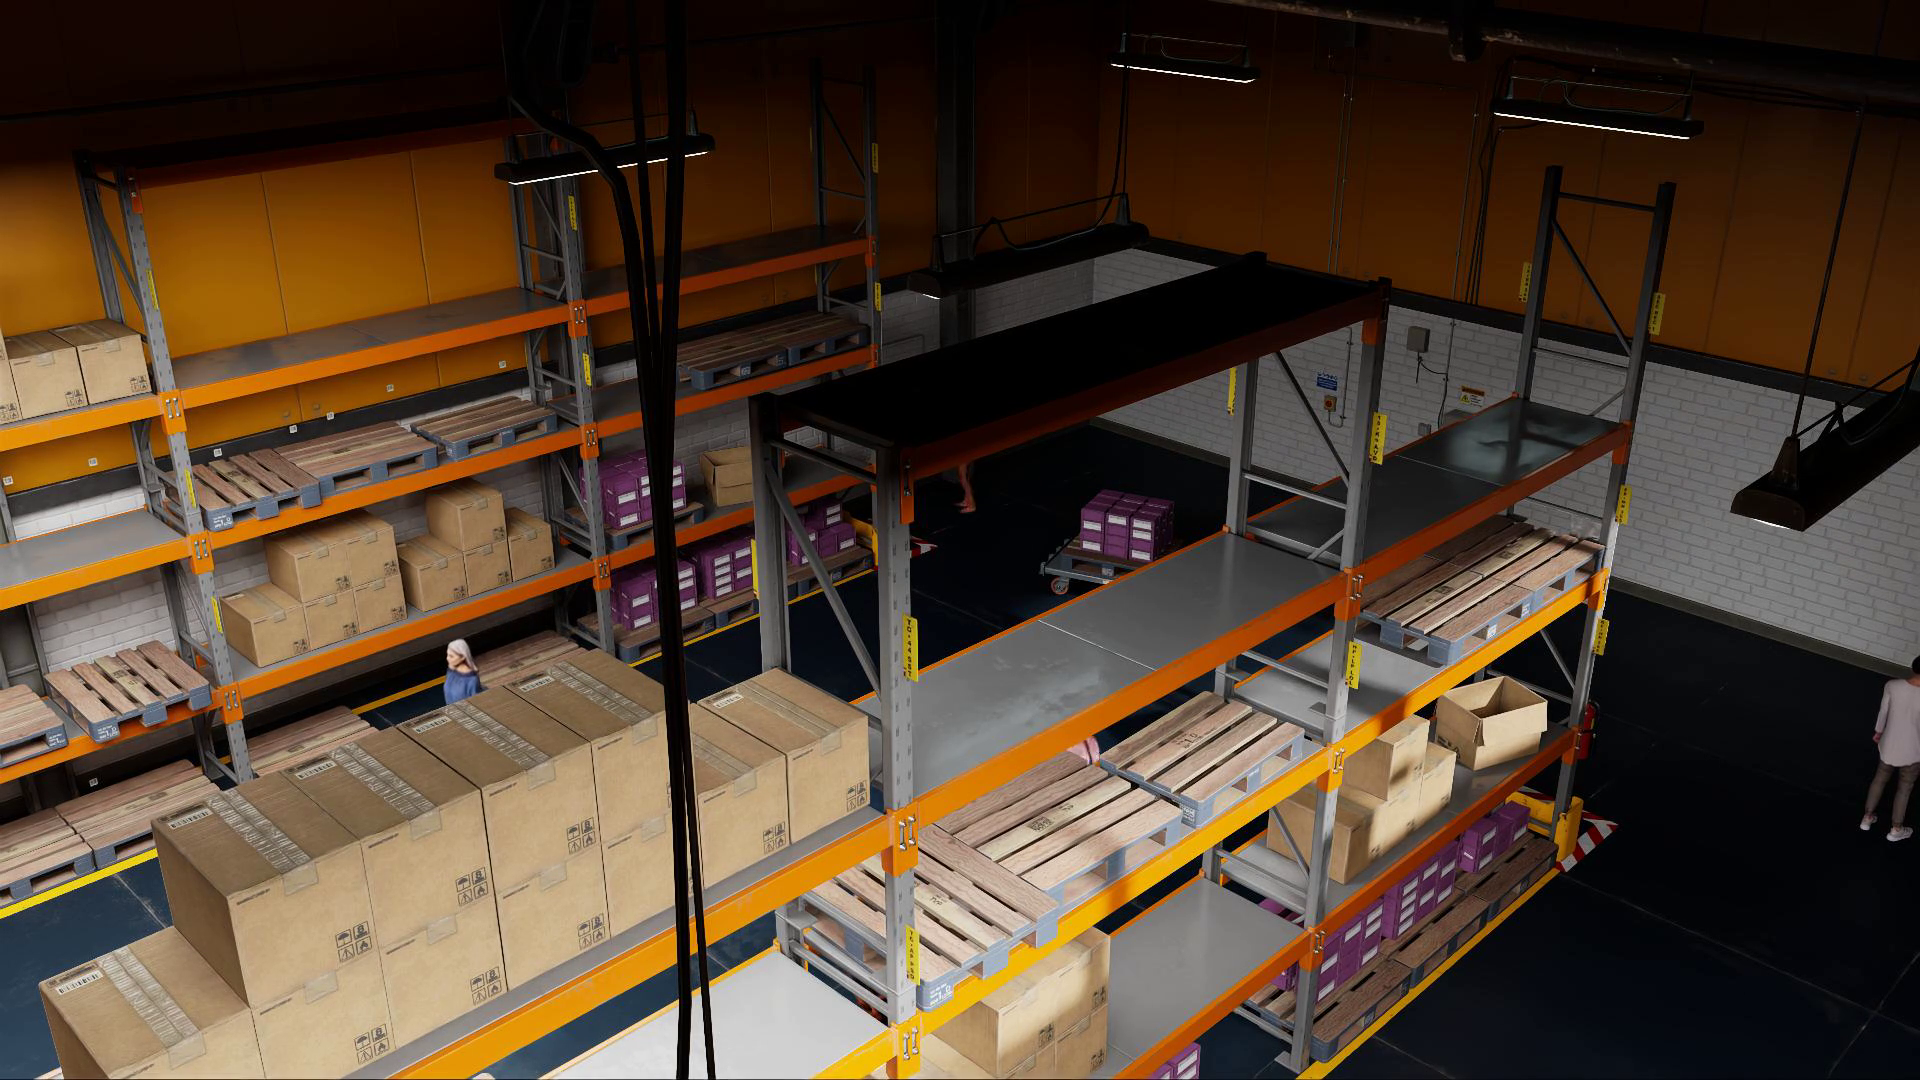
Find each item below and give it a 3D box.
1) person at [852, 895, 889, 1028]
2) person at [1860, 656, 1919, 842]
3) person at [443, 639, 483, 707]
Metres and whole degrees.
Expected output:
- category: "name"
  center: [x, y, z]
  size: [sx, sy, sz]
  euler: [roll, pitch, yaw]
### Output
- category: "person"
  center: [-0.629, 3.098, 12.068]
  size: [0.543, 1.777, 0.632]
  euler: [-18, 29, -35]
- category: "person"
  center: [8.459, 1.821, 14.910]
  size: [0.597, 1.840, 0.703]
  euler: [-17, 29, -33]
- category: "person"
  center: [-4.493, 1.659, 15.472]
  size: [0.632, 1.687, 0.667]
  euler: [20, 30, 38]
